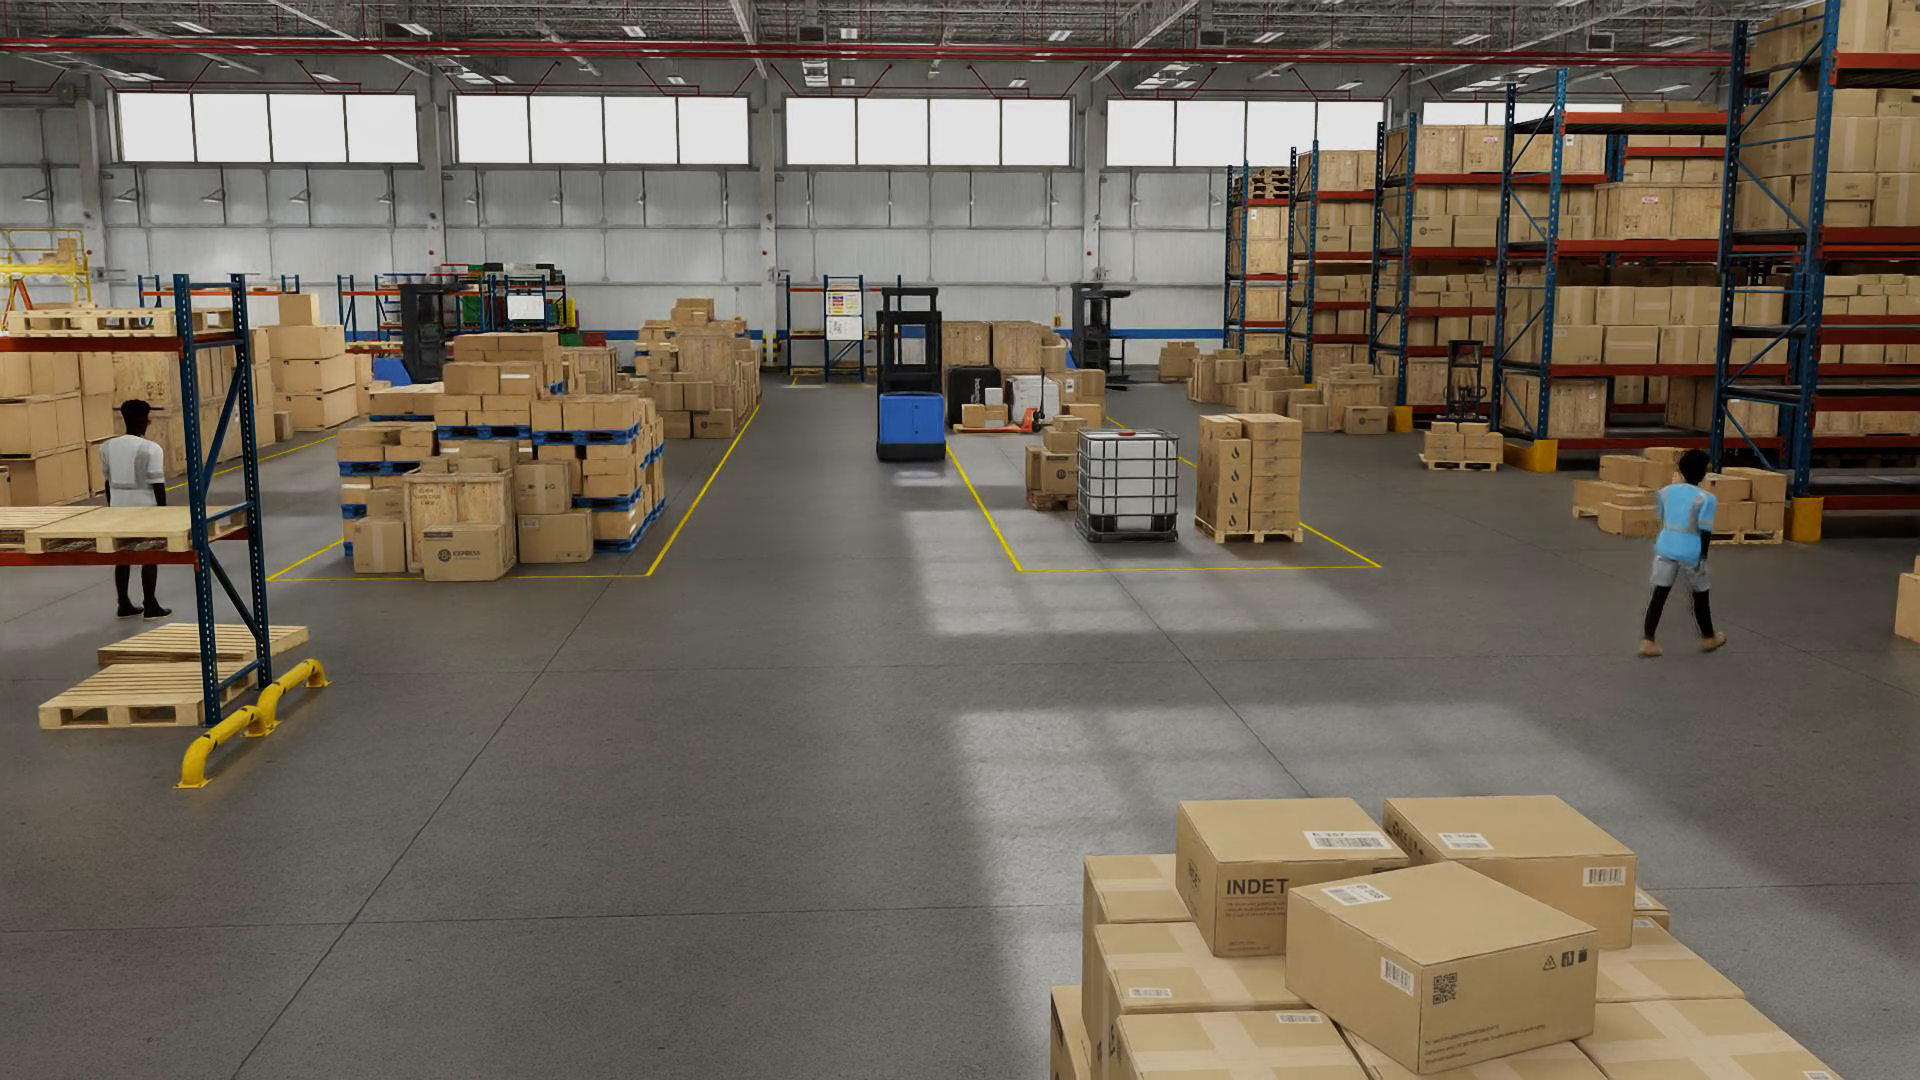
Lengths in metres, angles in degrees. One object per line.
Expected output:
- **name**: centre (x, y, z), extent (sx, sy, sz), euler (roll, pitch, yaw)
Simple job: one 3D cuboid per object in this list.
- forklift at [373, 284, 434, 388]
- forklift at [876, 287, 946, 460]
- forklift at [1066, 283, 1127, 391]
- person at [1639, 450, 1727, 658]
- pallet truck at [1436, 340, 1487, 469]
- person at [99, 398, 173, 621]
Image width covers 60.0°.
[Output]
- **forklift**: centre (-12.597, -4.554, 38.626), extent (1.873, 2.768, 1.129), euler (2, 9, 15)
- **forklift**: centre (-0.823, -2.776, 27.464), extent (1.129, 2.768, 1.873), euler (-1, 9, -4)
- **forklift**: centre (3.250, -5.252, 43.007), extent (1.873, 2.768, 1.129), euler (9, 12, 43)
- **person**: centre (5.761, 0.109, 13.171), extent (0.888, 1.646, 0.551), euler (-6, 11, -32)
- **pallet truck**: centre (8.004, -2.170, 26.422), extent (0.823, 1.965, 1.885), euler (2, 9, 14)
- **person**: centre (-7.213, -0.262, 14.591), extent (0.607, 1.957, 0.378), euler (2, 9, 12)
